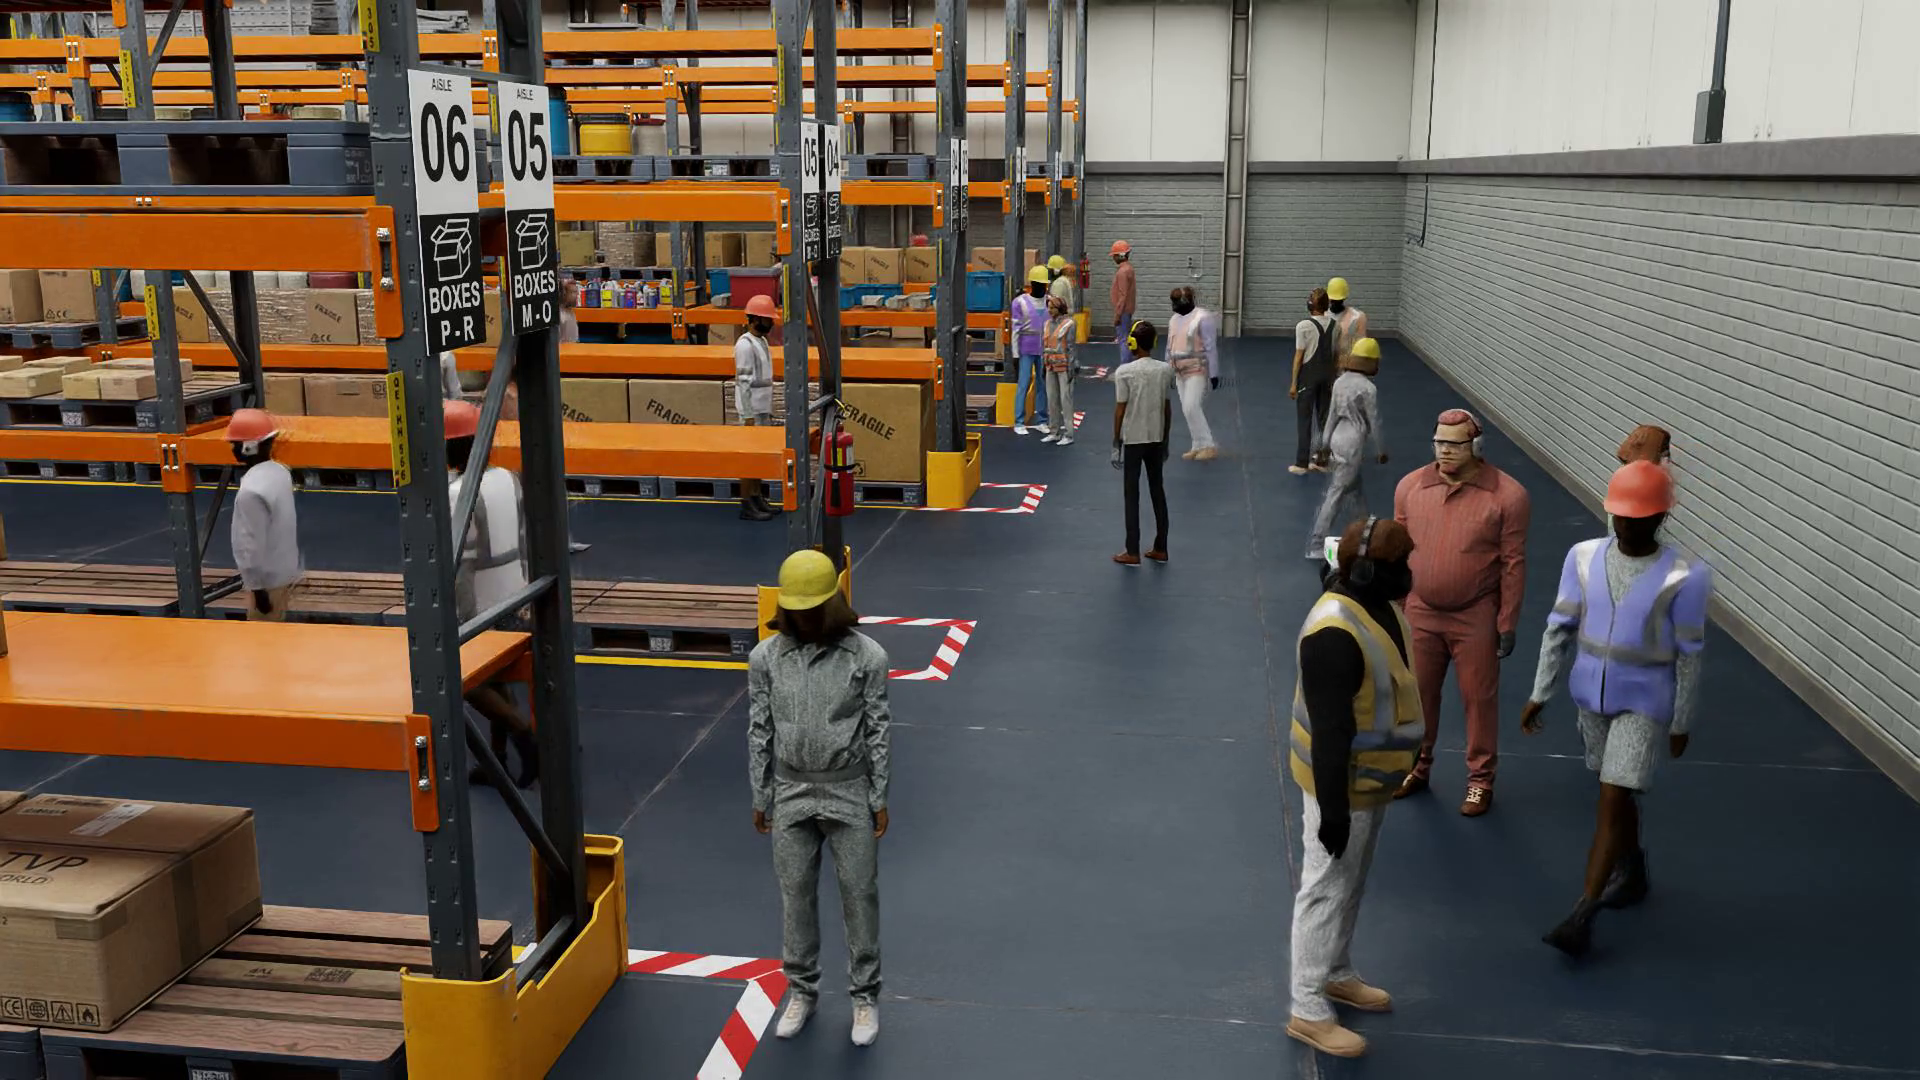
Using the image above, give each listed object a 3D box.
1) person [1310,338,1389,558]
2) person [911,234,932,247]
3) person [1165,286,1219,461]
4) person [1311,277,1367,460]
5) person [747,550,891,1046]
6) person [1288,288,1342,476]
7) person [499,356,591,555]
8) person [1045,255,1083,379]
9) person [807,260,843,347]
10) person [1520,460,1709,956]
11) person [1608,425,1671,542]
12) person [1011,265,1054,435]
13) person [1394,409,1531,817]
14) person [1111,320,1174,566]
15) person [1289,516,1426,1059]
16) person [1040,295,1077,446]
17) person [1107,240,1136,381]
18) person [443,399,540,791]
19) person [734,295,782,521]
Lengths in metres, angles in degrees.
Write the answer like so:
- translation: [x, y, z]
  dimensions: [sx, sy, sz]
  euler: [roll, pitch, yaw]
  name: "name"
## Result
- translation: [3.090, -0.704, 12.822]
  dimensions: [0.877, 1.692, 0.488]
  euler: [-4, 13, -16]
  name: "person"
- translation: [-0.624, -3.838, 26.350]
  dimensions: [0.422, 1.980, 0.615]
  euler: [2, 13, 7]
  name: "person"
- translation: [2.378, -1.712, 17.153]
  dimensions: [0.479, 1.804, 0.643]
  euler: [-7, 14, -28]
  name: "person"
- translation: [3.838, -1.739, 17.044]
  dimensions: [0.618, 1.903, 0.452]
  euler: [7, 14, 29]
  name: "person"
- translation: [-0.480, 0.872, 5.645]
  dimensions: [0.494, 1.729, 0.325]
  euler: [1, 13, 6]
  name: "person"
- translation: [3.487, -1.548, 16.338]
  dimensions: [0.512, 1.841, 0.342]
  euler: [-5, 13, -21]
  name: "person"
- translation: [-3.262, -0.611, 12.639]
  dimensions: [0.830, 1.602, 0.535]
  euler: [4, 13, 16]
  name: "person"
- translation: [1.398, -3.052, 23.165]
  dimensions: [0.470, 1.820, 0.602]
  euler: [2, 13, 10]
  name: "person"
- translation: [-1.843, -2.813, 22.026]
  dimensions: [0.634, 1.841, 0.429]
  euler: [-8, 15, -31]
  name: "person"
- translation: [2.521, 0.620, 6.429]
  dimensions: [0.985, 1.885, 0.568]
  euler: [-11, 17, -41]
  name: "person"
- translation: [3.636, 0.180, 9.013]
  dimensions: [0.280, 1.627, 0.507]
  euler: [11, 17, 41]
  name: "person"
- translation: [0.867, -2.145, 18.845]
  dimensions: [0.591, 1.917, 0.395]
  euler: [-6, 14, -24]
  name: "person"
- translation: [2.269, 0.335, 7.701]
  dimensions: [0.648, 1.901, 0.397]
  euler: [9, 15, 35]
  name: "person"
- translation: [1.382, -0.730, 12.598]
  dimensions: [0.510, 1.858, 0.341]
  euler: [-5, 14, -23]
  name: "person"
- translation: [1.347, 0.816, 5.658]
  dimensions: [0.430, 1.841, 0.630]
  euler: [7, 14, 27]
  name: "person"
- translation: [1.078, -1.857, 18.191]
  dimensions: [0.316, 1.631, 0.524]
  euler: [-10, 16, -38]
  name: "person"
- translation: [2.308, -3.261, 23.705]
  dimensions: [0.383, 1.992, 0.609]
  euler: [3, 13, 12]
  name: "person"
- translation: [-2.206, 0.288, 7.865]
  dimensions: [0.582, 1.914, 0.543]
  euler: [4, 13, 19]
  name: "person"
- translation: [-1.717, -1.130, 14.252]
  dimensions: [0.390, 1.924, 0.553]
  euler: [3, 13, 13]
  name: "person"
